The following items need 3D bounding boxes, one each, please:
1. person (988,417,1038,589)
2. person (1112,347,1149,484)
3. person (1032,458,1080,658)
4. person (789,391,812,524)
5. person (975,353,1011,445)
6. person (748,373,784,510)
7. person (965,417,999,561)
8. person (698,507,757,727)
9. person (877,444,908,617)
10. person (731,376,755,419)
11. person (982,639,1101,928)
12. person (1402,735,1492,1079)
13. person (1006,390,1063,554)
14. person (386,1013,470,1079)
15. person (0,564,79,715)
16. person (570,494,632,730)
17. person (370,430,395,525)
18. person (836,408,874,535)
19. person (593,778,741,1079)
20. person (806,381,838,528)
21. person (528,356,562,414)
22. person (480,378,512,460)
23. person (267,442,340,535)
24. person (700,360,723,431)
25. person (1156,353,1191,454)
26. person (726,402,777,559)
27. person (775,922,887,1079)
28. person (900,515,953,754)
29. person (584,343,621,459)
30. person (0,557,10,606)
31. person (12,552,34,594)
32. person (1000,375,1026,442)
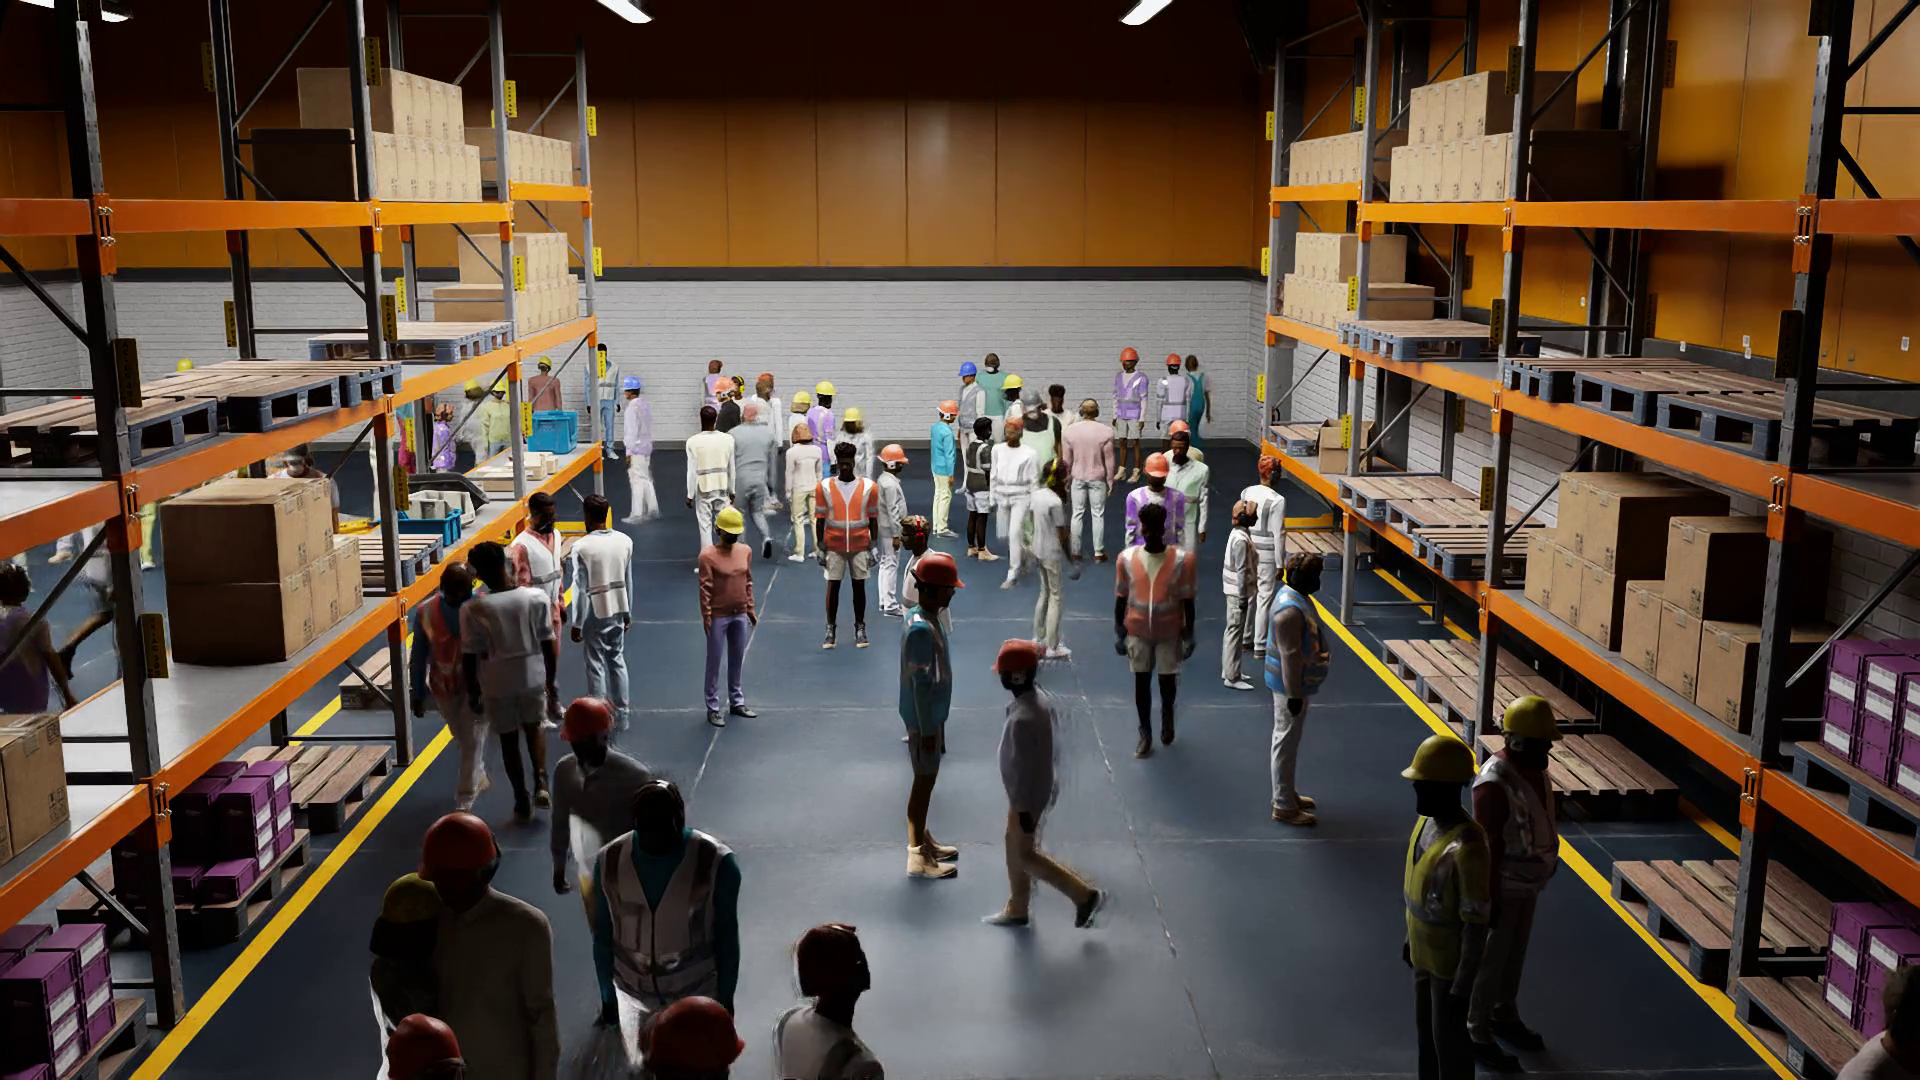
[{"bbox_3d":[0.611,-0.430,18.227,0.590,1.864,0.712,7,13,32],"label":"person"},{"bbox_3d":[2.528,-1.868,25.004,0.614,2.043,0.386,10,15,40],"label":"person"},{"bbox_3d":[0.839,0.152,15.341,0.343,1.863,0.555,-4,12,-18],"label":"person"},{"bbox_3d":[-2.062,-1.080,21.798,0.296,1.744,0.486,-7,13,-32],"label":"person"},{"bbox_3d":[0.487,-1.888,25.374,0.627,1.934,0.372,3,12,13],"label":"person"},{"bbox_3d":[-2.673,-1.354,22.856,0.568,1.876,0.349,6,13,29],"label":"person"},{"bbox_3d":[0.246,-0.601,19.514,0.321,1.695,0.529,-5,12,-24],"label":"person"},{"bbox_3d":[-1.848,0.602,13.326,0.327,1.760,0.524,11,16,44],"label":"person"},{"bbox_3d":[-0.681,-0.105,16.879,0.324,1.752,0.562,-2,12,-11],"label":"person"},{"bbox_3d":[-3.001,-1.302,22.606,0.526,1.865,0.315,4,12,18],"label":"person"},{"bbox_3d":[0.458,1.405,9.380,0.622,1.733,0.573,2,11,10],"label":"person"},{"bbox_3d":[2.040,1.759,7.097,0.380,1.928,0.586,-1,11,-4],"label":"person"},{"bbox_3d":[0.899,-0.813,19.710,0.710,2.000,0.675,-1,11,-3],"label":"person"},{"bbox_3d":[-1.554,2.261,5.040,0.338,1.742,0.561,11,16,43],"label":"person"},{"bbox_3d":[-6.224,1.048,11.007,0.507,1.797,0.981,3,12,14],"label":"person"},{"bbox_3d":[-2.790,0.587,13.032,0.398,1.909,0.600,7,13,32],"label":"person"},{"bbox_3d":[-7.453,-0.961,21.494,0.324,1.626,0.516,-2,12,-12],"label":"person"},{"bbox_3d":[-1.281,-0.783,20.404,0.498,1.699,0.880,3,12,13],"label":"person"},{"bbox_3d":[-1.209,1.856,6.867,0.618,1.836,0.432,1,11,5],"label":"person"},{"bbox_3d":[-1.743,-1.072,21.322,0.397,1.919,0.586,-8,14,-34],"label":"person"},{"bbox_3d":[-6.667,-2.077,26.784,0.532,1.754,0.342,0,11,-2],"label":"person"},{"bbox_3d":[-6.417,-1.372,23.207,0.522,1.769,0.311,-10,15,-42],"label":"person"},{"bbox_3d":[-6.095,0.045,15.408,0.683,2.000,0.538,-3,12,-16],"label":"person"},{"bbox_3d":[-4.020,-2.148,27.422,0.514,1.636,0.315,1,11,6],"label":"person"},{"bbox_3d":[3.233,-1.869,25.297,0.538,1.928,0.383,-2,11,-11],"label":"person"},{"bbox_3d":[-2.414,-0.657,19.368,0.651,1.872,0.542,-8,14,-35],"label":"person"},{"bbox_3d":[-0.357,2.145,5.318,0.577,1.861,0.670,-6,13,-28],"label":"person"},{"bbox_3d":[-0.257,0.711,12.595,0.392,1.836,0.561,-2,11,-9],"label":"person"},{"bbox_3d":[-5.876,-2.277,27.358,0.593,1.920,0.391,-7,13,-30],"label":"person"},{"bbox_3d":[-9.671,0.048,16.459,0.529,1.600,0.740,-4,12,-19],"label":"person"},{"bbox_3d":[-10.147,-0.258,17.653,0.337,1.749,0.567,11,15,43],"label":"person"},{"bbox_3d":[0.722,-1.236,22.134,0.392,1.918,0.667,1,11,6],"label":"person"}]
